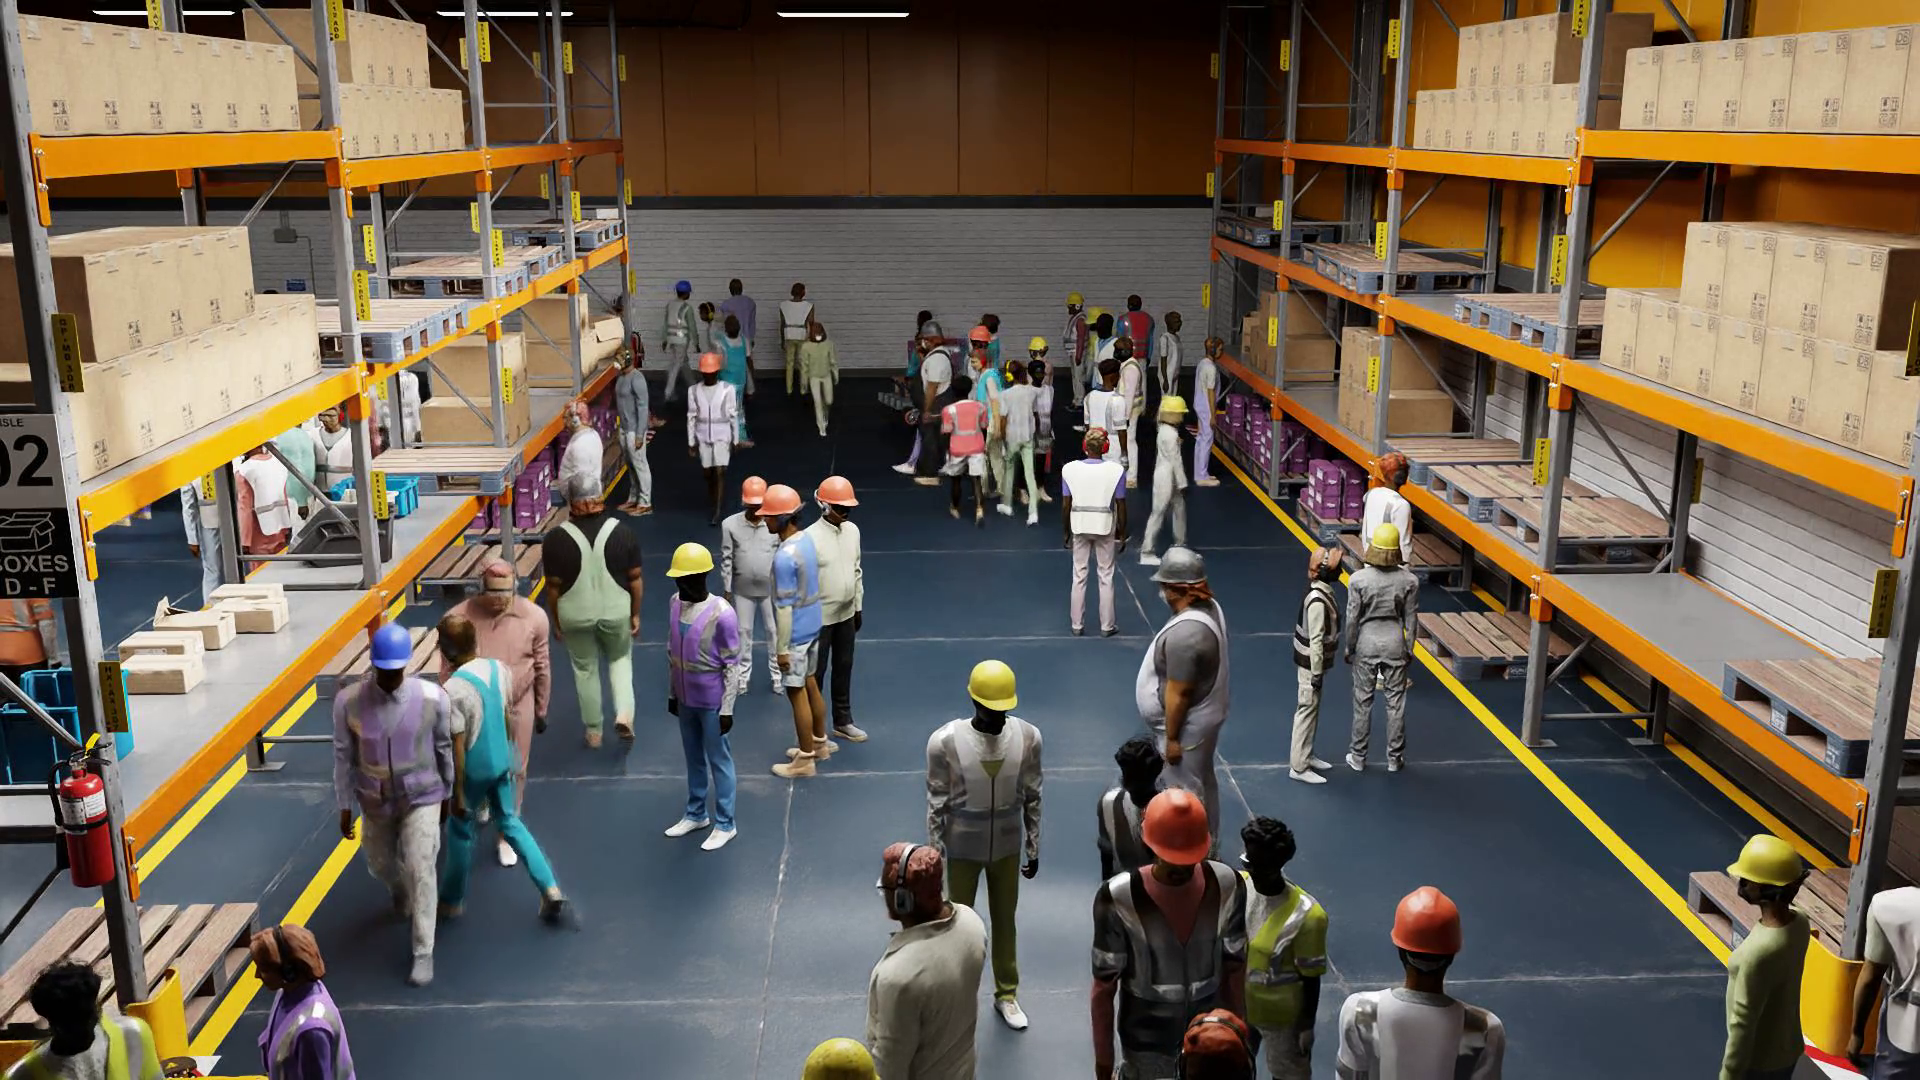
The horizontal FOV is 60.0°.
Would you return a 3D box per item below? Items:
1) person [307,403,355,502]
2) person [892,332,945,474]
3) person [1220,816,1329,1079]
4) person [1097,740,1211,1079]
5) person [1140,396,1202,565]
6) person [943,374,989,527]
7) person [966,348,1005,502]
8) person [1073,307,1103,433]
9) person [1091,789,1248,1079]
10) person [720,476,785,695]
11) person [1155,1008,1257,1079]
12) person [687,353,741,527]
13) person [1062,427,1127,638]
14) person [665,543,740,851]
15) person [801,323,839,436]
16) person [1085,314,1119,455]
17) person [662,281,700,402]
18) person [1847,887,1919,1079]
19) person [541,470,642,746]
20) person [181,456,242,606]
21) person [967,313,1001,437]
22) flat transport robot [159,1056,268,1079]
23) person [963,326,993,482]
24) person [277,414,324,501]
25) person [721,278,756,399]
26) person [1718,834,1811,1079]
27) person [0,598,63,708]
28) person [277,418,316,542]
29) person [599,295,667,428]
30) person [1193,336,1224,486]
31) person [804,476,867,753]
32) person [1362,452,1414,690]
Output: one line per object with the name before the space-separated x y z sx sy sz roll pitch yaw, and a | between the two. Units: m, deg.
person | -5.913 -0.438 15.854 0.563 1.841 0.398 1 14 6
person | -0.439 -1.707 20.850 0.925 1.814 0.645 0 14 1
person | 1.254 1.926 6.864 0.537 1.691 0.318 14 20 43
person | 0.928 1.703 7.835 0.617 1.639 0.894 6 15 22
person | 2.170 -0.587 16.675 0.755 1.713 0.482 1 14 3
person | 0.069 -0.996 18.358 0.540 1.672 0.762 -2 14 -9
person | 0.271 -1.348 19.456 0.651 1.808 0.585 -1 14 -5
person | 1.811 -2.329 23.213 0.677 1.871 0.661 6 16 24
person | 0.804 1.889 6.339 0.612 2.029 0.407 -3 15 -13
person | -1.574 0.354 12.915 0.565 1.745 0.349 -1 14 -2
person | 0.747 2.287 5.084 0.586 1.879 0.369 7 16 24
person | -2.741 -1.082 18.220 0.557 1.901 0.900 2 14 8
person | 1.151 -0.057 14.331 0.566 1.846 0.387 3 15 12
person | -1.597 0.950 10.217 0.590 1.927 0.367 12 18 38
person | -1.992 -2.294 23.568 0.541 1.610 0.511 -4 15 -16
person | 1.948 -2.033 21.955 0.397 1.915 0.587 -7 16 -27
person | -4.398 -3.173 26.476 0.635 1.882 1.017 14 20 43
person | 3.770 1.953 6.460 0.561 1.837 0.390 4 15 17
person | -2.607 0.486 11.811 0.679 2.000 0.582 -4 15 -16
person | -6.408 -0.092 14.359 0.409 1.907 0.598 8 16 29
person | 0.257 -2.234 22.986 0.826 1.797 0.669 -10 17 -34
flat transport robot | -3.311 2.624 6.949 0.652 0.197 1.431 -1 14 -2
person | 0.216 -1.682 20.547 0.387 1.930 0.544 -1 14 -2
person | -6.930 -0.941 17.678 0.589 1.912 0.397 -3 15 -13
person | -3.514 -3.183 26.431 0.627 1.934 0.367 -12 19 -40
person | 3.092 1.985 6.493 0.339 1.759 0.527 13 20 42
person | -6.239 0.745 11.019 0.585 1.928 0.379 1 14 5
person | -6.138 -0.405 15.510 0.356 1.938 0.638 -5 15 -20
person | -4.825 -2.573 23.820 1.035 2.000 0.685 1 14 4
person | 3.031 -1.565 20.284 0.359 1.835 0.512 -2 14 -6
person | -0.896 0.517 11.805 0.406 1.987 0.617 12 18 39
person | 3.368 0.240 13.088 0.355 1.884 0.575 -5 15 -18
